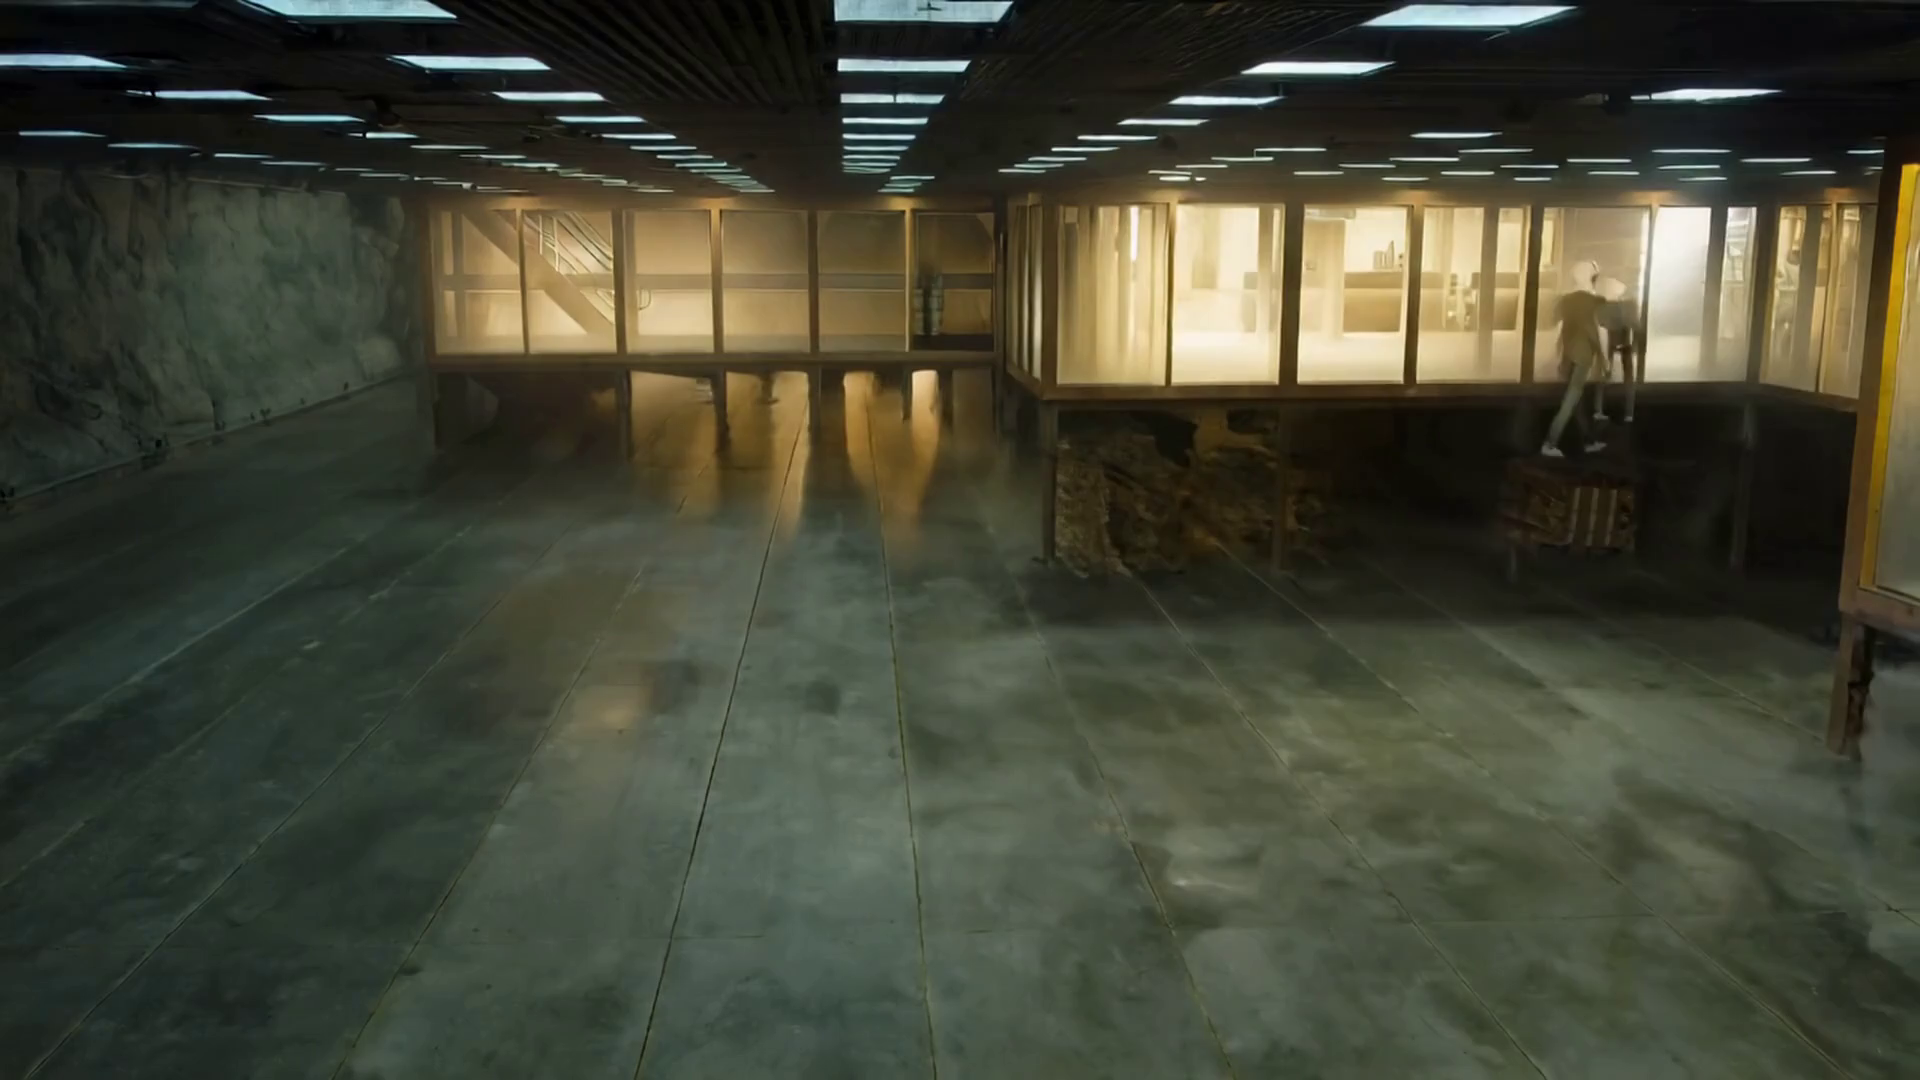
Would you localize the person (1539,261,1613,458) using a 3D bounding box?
[{"bbox_3d":[5.763,-1.665,15.441,1.008,1.821,0.530,-7,12,-32],"label":"person"}]

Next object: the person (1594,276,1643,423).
[{"bbox_3d":[7.194,-2.085,18.244,0.536,1.599,0.392,5,11,23],"label":"person"}]
